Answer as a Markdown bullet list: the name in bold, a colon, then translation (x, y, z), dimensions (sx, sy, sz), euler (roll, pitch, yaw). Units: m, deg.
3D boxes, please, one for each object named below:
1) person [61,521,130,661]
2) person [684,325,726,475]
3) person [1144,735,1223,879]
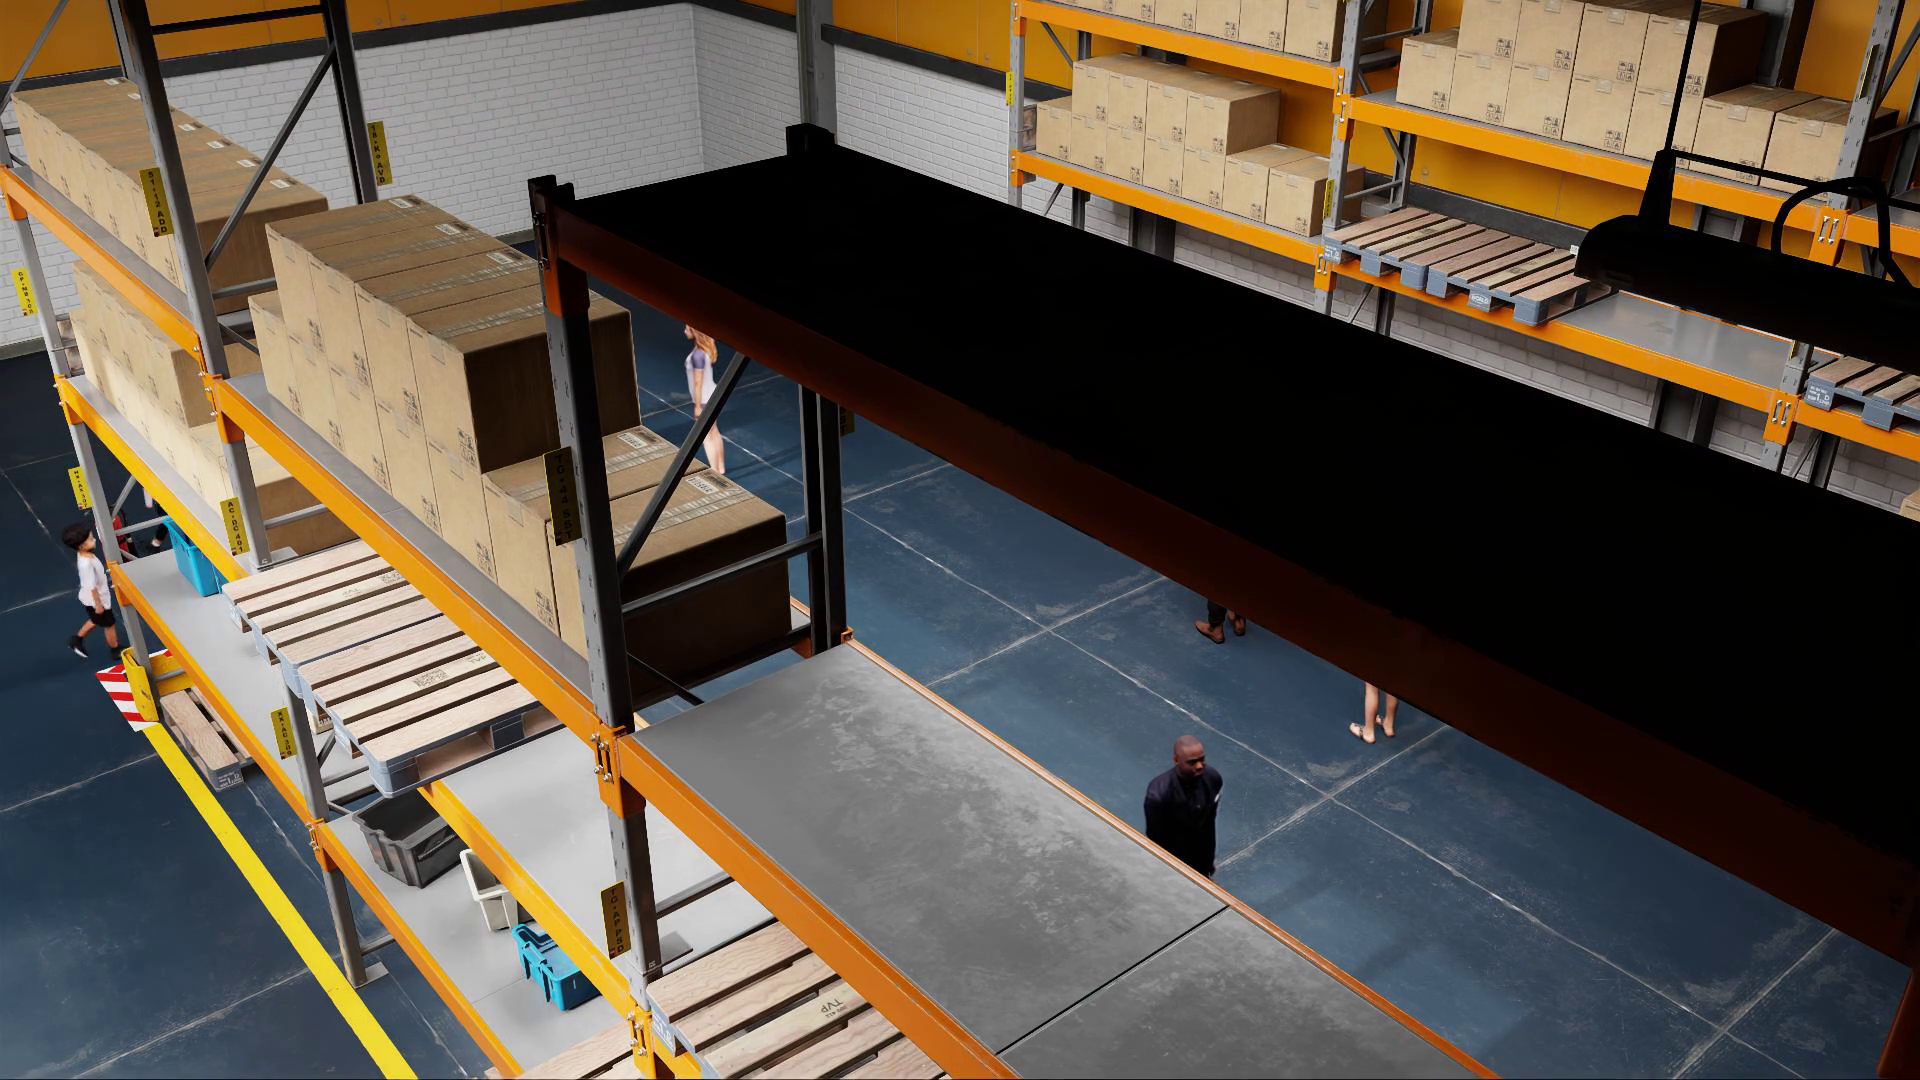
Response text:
- **person**: translation (-6.997, 0.444, 13.314), dimensions (0.597, 1.248, 0.695), euler (-17, 33, -28)
- **person**: translation (-2.458, -1.360, 16.125), dimensions (0.736, 1.726, 0.670), euler (2, 29, 3)
- **person**: translation (1.315, 1.935, 9.986), dimensions (0.718, 1.818, 0.634), euler (-17, 33, -28)
